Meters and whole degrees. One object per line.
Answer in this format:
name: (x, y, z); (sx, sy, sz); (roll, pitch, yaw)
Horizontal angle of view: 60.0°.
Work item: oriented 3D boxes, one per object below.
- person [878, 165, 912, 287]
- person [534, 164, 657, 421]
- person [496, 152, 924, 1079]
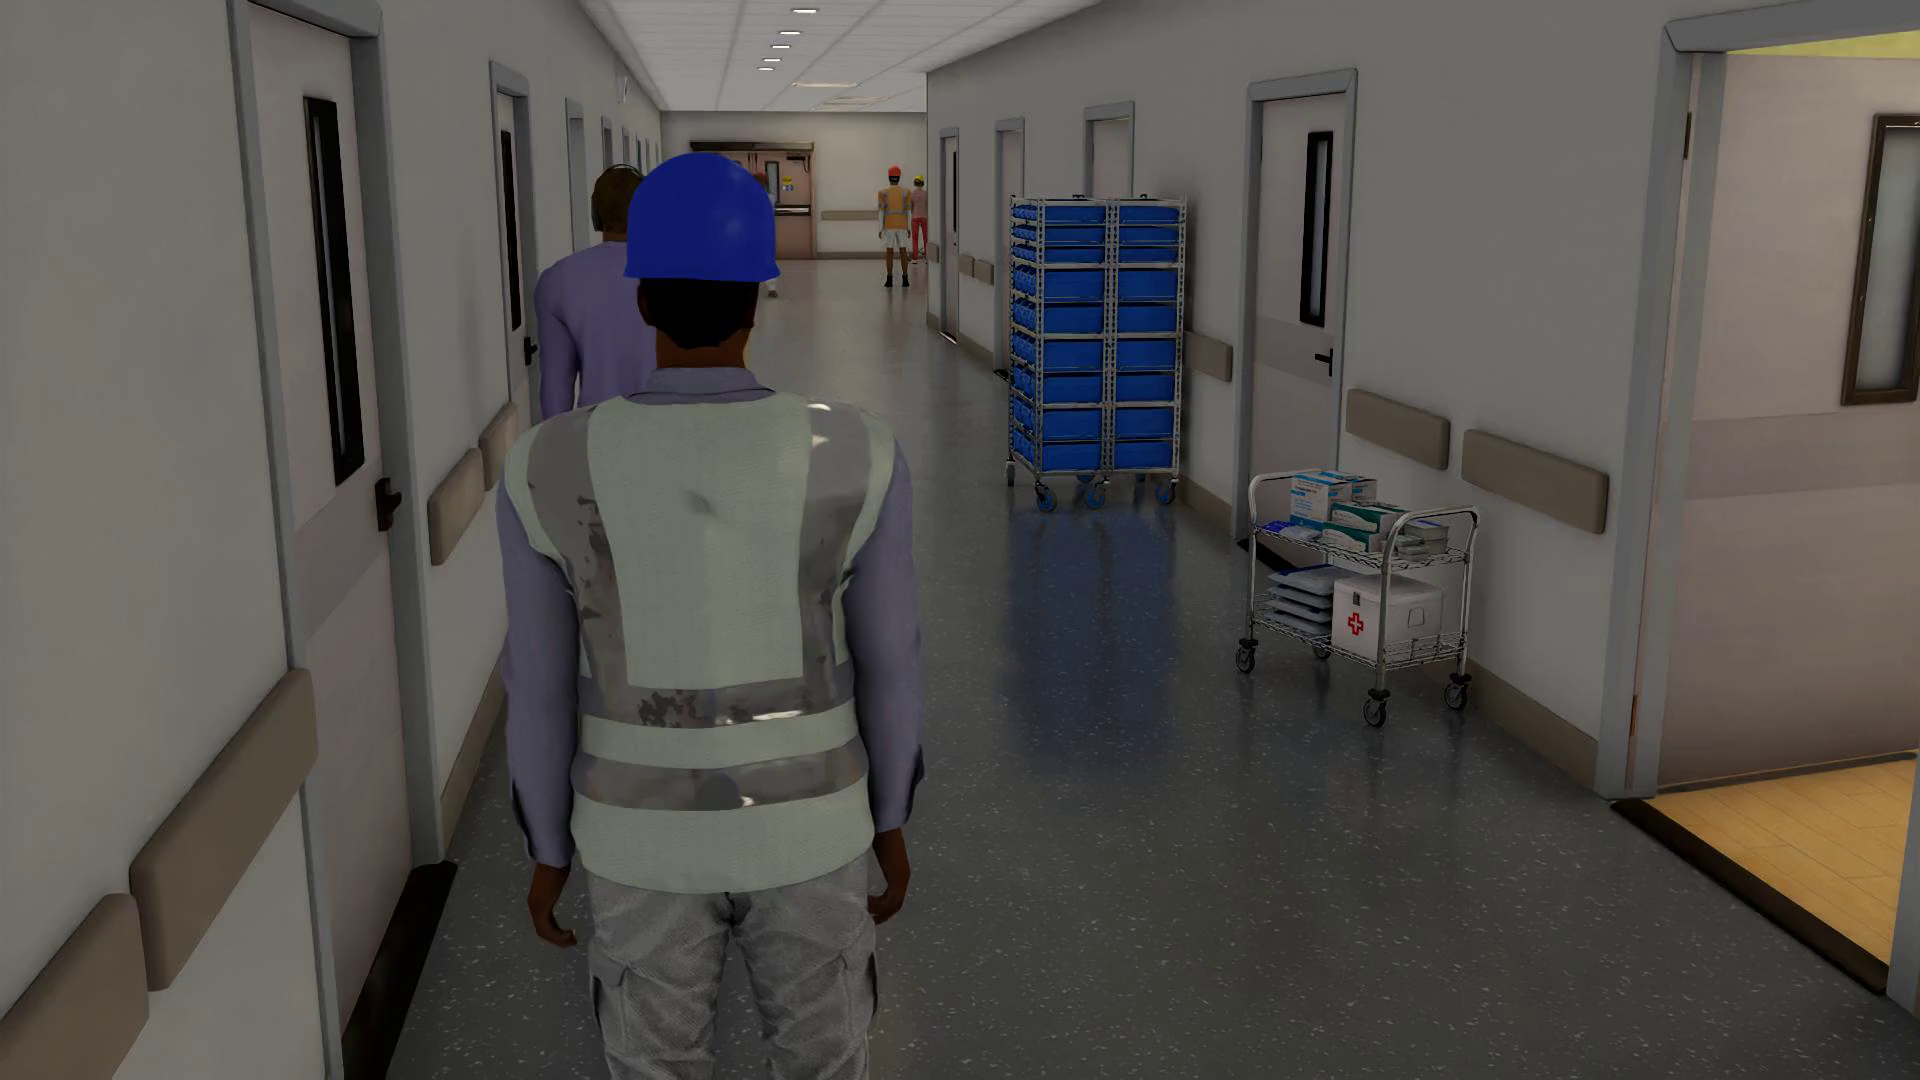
person: (-1.051, -5.055, 26.825); (0.544, 1.939, 0.372); (-1, 13, -6)
person: (-1.143, -0.328, 5.844); (0.628, 1.936, 0.377); (-1, 13, -6)
person: (-0.354, 0.422, 2.482); (0.604, 1.949, 0.398); (-1, 13, -6)
